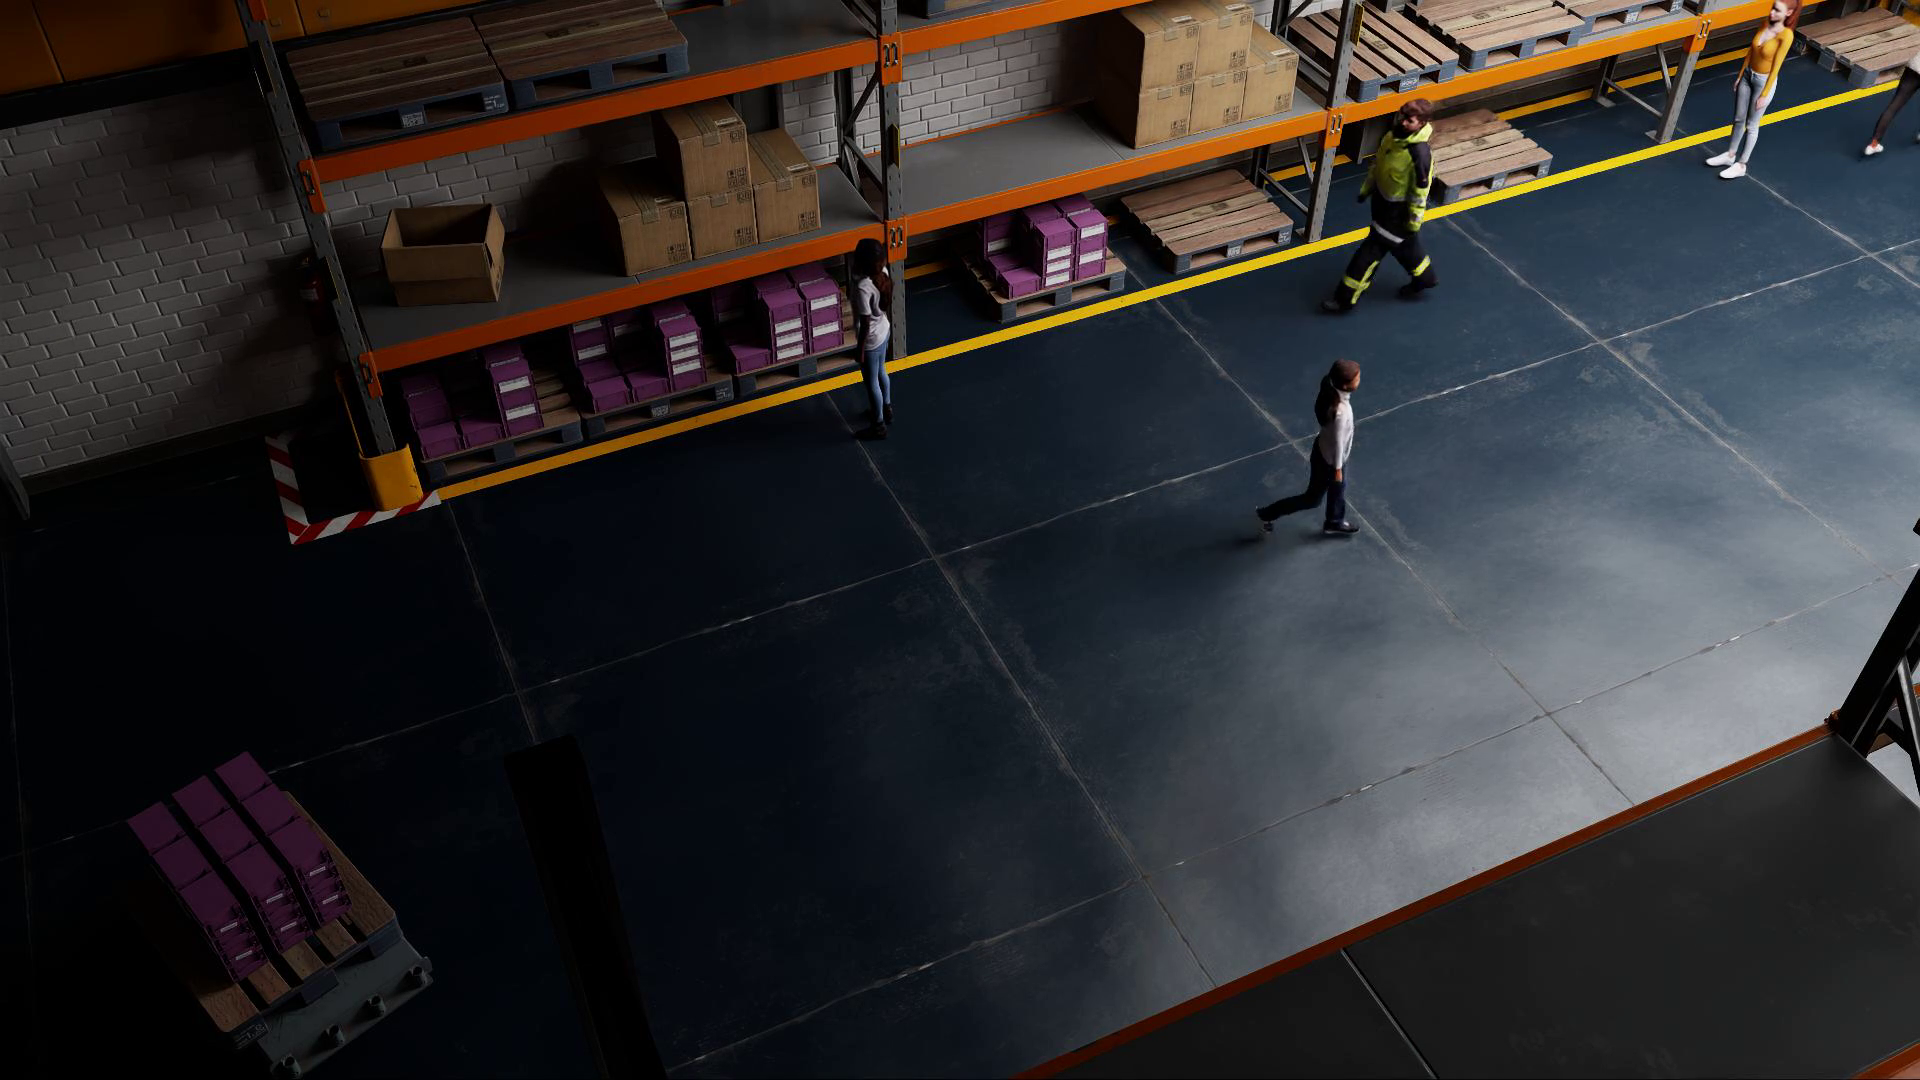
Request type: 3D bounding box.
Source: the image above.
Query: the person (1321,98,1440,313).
[{"bbox_3d":[3.601,-2.684,13.366,1.372,1.924,1.024,-5,44,-6],"label":"person"}]

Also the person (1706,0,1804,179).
[{"bbox_3d":[7.190,-4.102,14.982,0.571,1.748,0.605,-10,45,-11],"label":"person"}]

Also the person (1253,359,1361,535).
[{"bbox_3d":[2.469,-0.584,11.441,1.061,1.539,0.855,3,44,3],"label":"person"}]

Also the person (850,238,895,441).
[{"bbox_3d":[-0.645,-1.487,12.257,0.714,1.719,0.670,10,45,11],"label":"person"}]

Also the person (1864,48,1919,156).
[{"bbox_3d":[8.780,-4.235,15.237,1.130,1.589,0.619,-20,47,-20],"label":"person"}]
